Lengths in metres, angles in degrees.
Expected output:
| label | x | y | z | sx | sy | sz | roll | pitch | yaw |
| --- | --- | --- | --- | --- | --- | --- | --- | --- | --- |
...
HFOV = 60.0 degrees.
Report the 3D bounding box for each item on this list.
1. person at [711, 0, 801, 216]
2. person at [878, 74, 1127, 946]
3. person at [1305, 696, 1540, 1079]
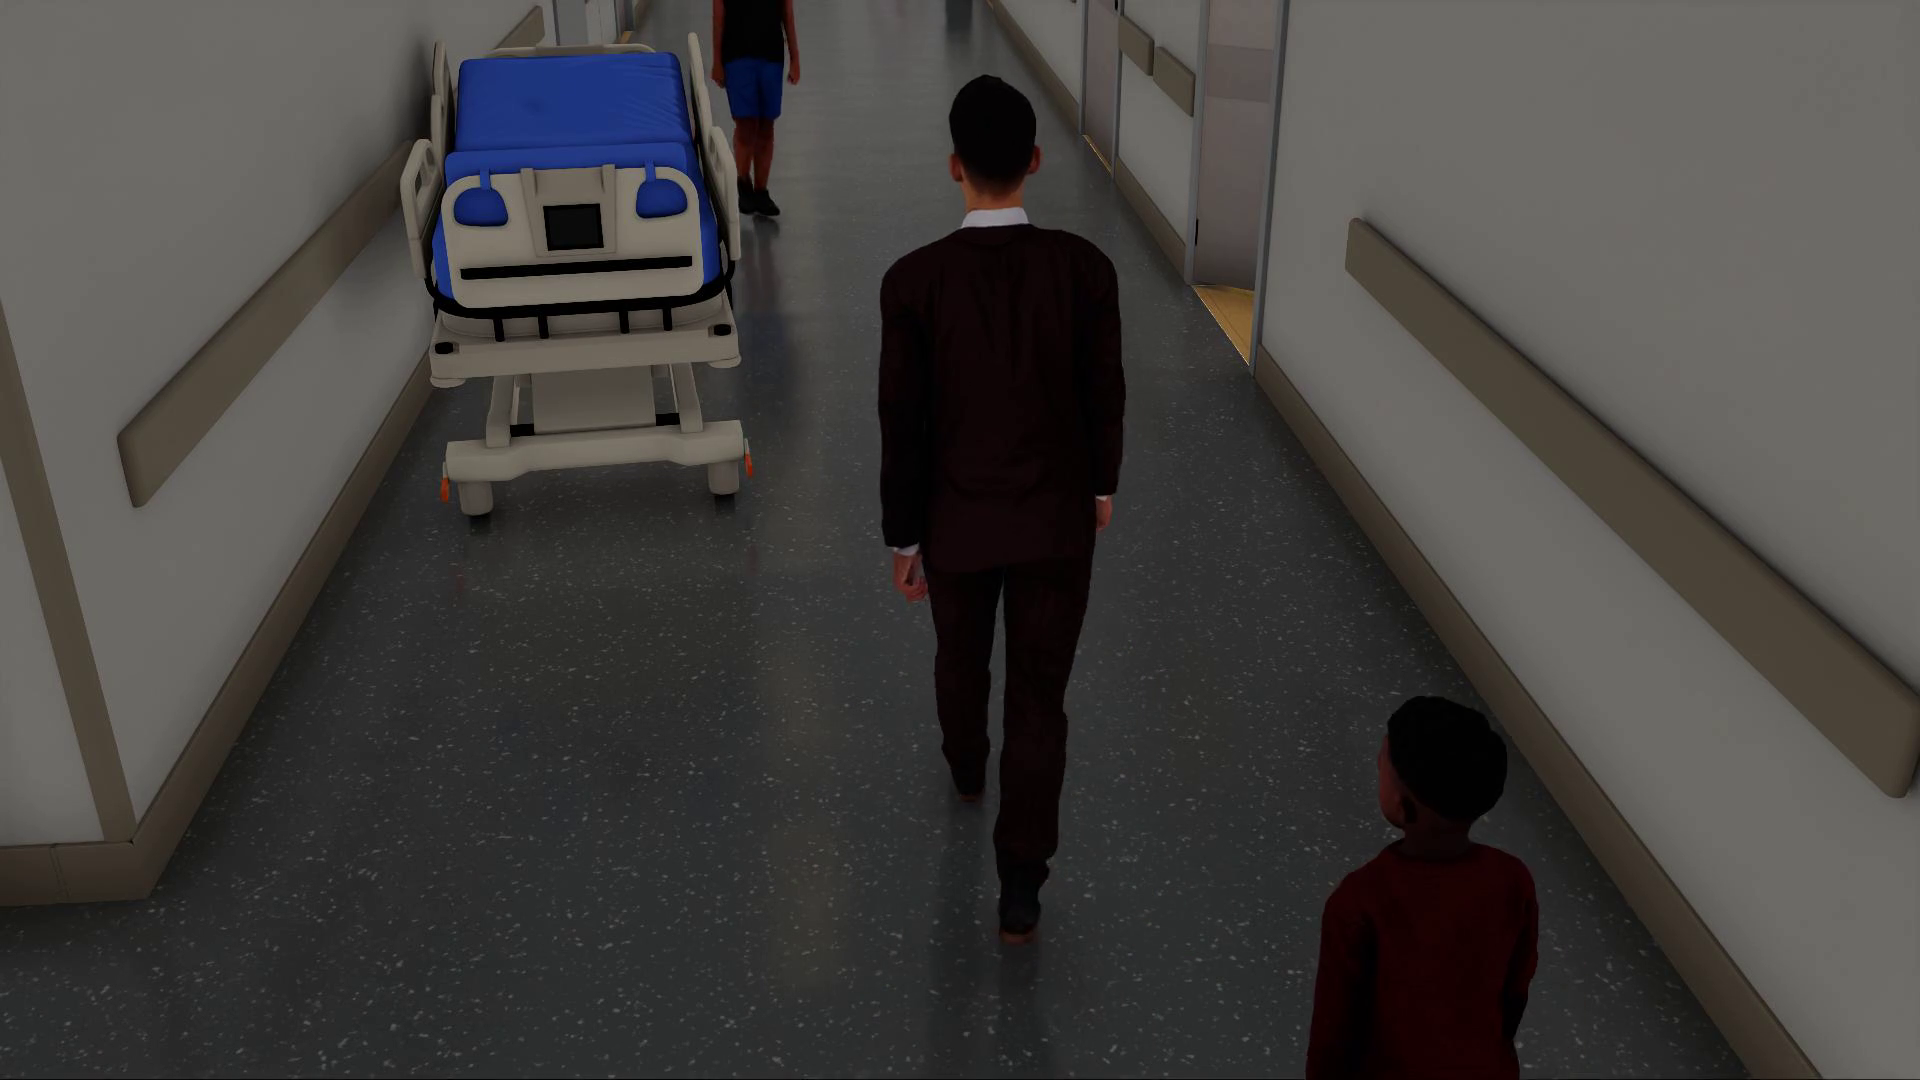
| label | x | y | z | sx | sy | sz | roll | pitch | yaw |
| --- | --- | --- | --- | --- | --- | --- | --- | --- | --- |
| person | -1.171 | -2.674 | 9.154 | 0.669 | 1.783 | 0.779 | -12 | 28 | -23 |
| person | 0.111 | 0.000 | 3.555 | 1.168 | 1.829 | 0.852 | 1 | 26 | 3 |
| person | 0.704 | 0.845 | 2.483 | 0.605 | 1.240 | 0.621 | -5 | 26 | -9 |
